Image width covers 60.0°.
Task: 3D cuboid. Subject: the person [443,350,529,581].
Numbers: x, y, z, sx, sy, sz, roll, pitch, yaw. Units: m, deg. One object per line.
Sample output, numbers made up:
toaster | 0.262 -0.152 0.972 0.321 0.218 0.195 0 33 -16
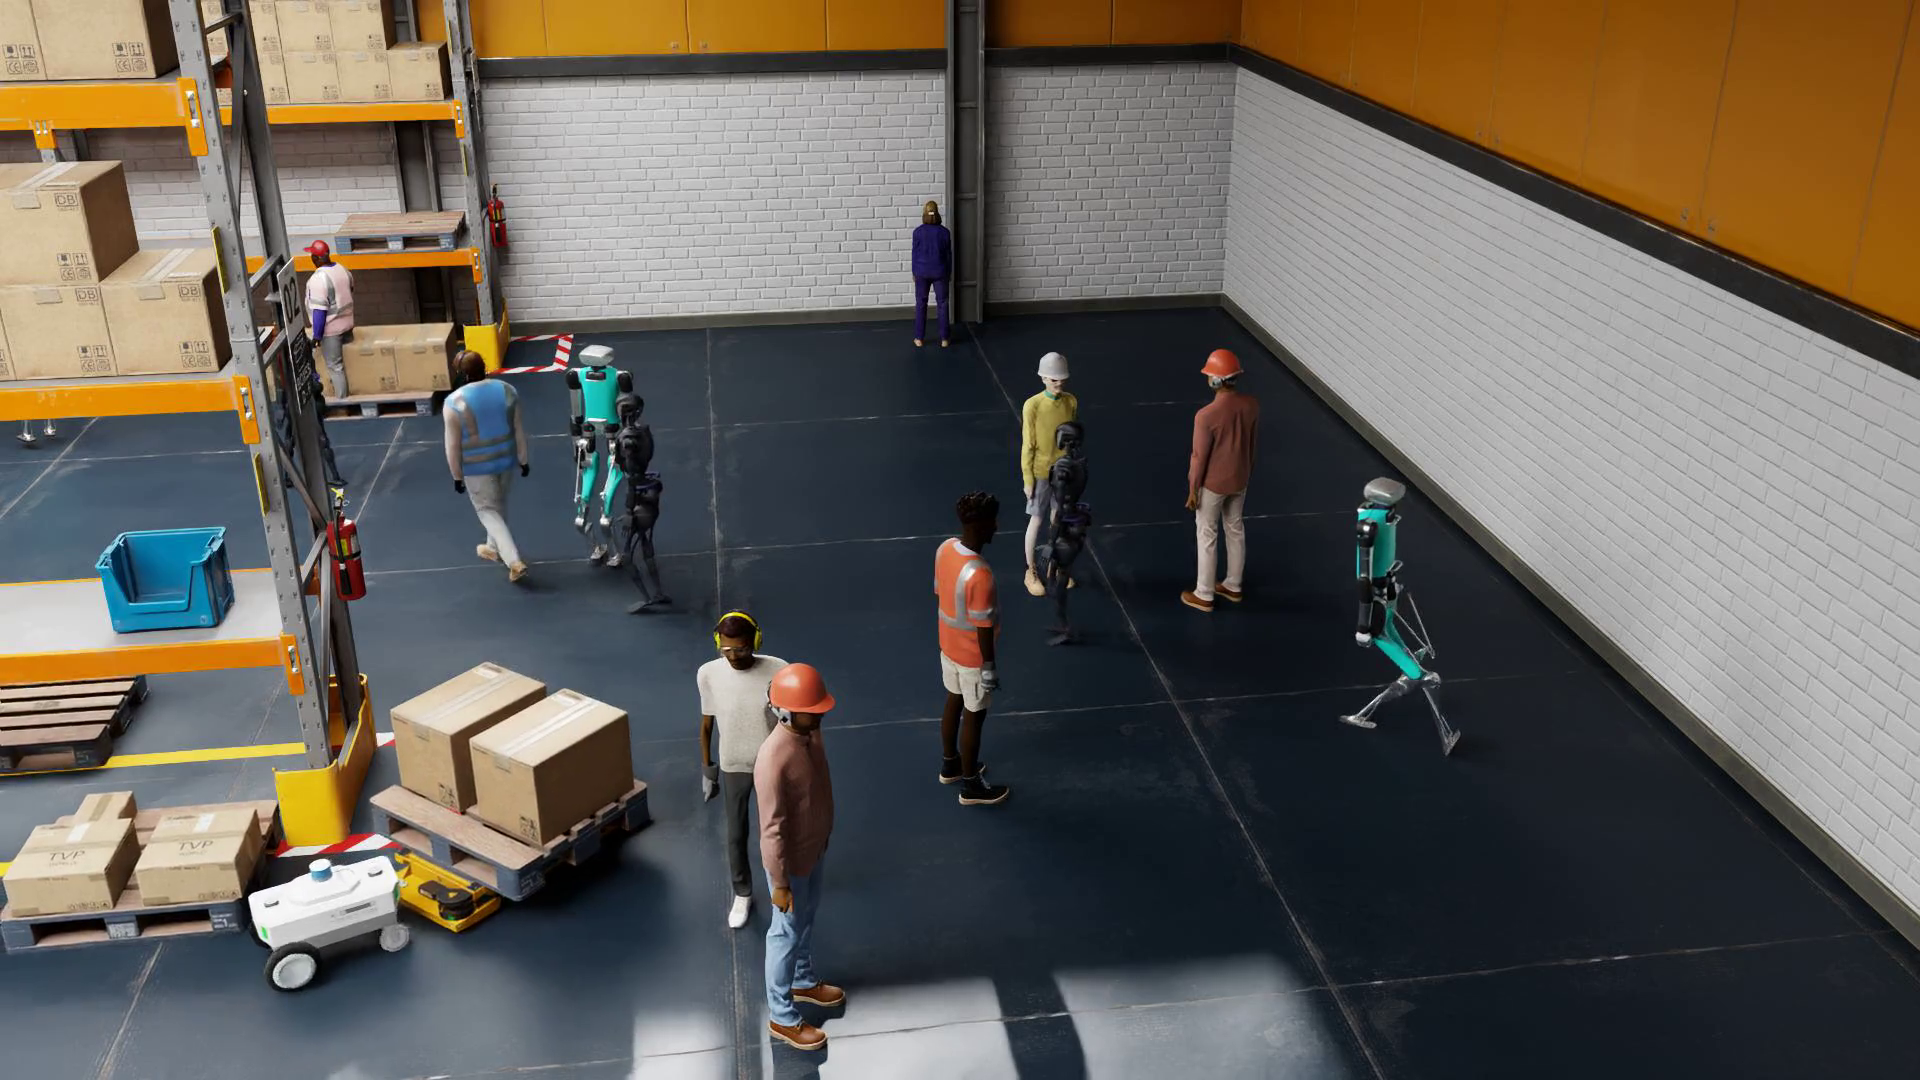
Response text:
person | -3.599 -0.568 12.789 0.847 1.806 0.640 21 31 39

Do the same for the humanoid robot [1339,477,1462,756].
humanoid robot | 2.891 0.519 10.424 0.926 1.779 0.541 13 27 27

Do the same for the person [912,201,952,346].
person | -0.310 -2.957 18.457 0.448 1.617 0.371 1 24 2

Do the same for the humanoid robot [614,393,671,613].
humanoid robot | -2.372 -0.290 12.306 0.331 1.643 0.584 -1 24 -2

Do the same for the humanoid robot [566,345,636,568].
humanoid robot | -2.812 -0.584 12.845 0.531 1.752 0.684 4 24 10

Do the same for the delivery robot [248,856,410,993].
delivery robot | -3.298 1.947 8.626 0.810 0.612 0.499 -14 27 -28

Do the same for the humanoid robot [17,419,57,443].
humanoid robot | -8.651 -1.704 15.285 0.533 1.677 0.735 -20 31 -38

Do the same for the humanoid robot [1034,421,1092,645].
humanoid robot | 0.736 -0.052 11.776 0.362 1.661 0.600 8 25 17

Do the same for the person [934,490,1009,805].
person | 0.067 0.630 9.854 0.363 1.961 0.611 -10 26 -22

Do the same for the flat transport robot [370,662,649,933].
flat transport robot | -2.534 1.712 9.495 0.659 0.231 1.431 15 28 31

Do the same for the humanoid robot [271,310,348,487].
humanoid robot | -5.799 -1.249 14.511 0.682 1.633 0.608 5 24 12

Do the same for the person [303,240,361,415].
person | -6.137 -2.063 16.250 0.419 1.754 0.607 6 24 13

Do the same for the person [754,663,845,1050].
person | -0.753 1.473 7.897 0.395 1.991 0.621 6 24 13

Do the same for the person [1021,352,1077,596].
person | 0.672 -0.513 12.551 0.485 1.890 0.378 -14 27 -28

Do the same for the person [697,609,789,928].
person | -1.093 1.201 8.694 0.521 1.856 0.346 -1 24 -2

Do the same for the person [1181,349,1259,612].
person | 1.914 -0.442 12.278 0.618 1.987 0.403 -15 28 -31
